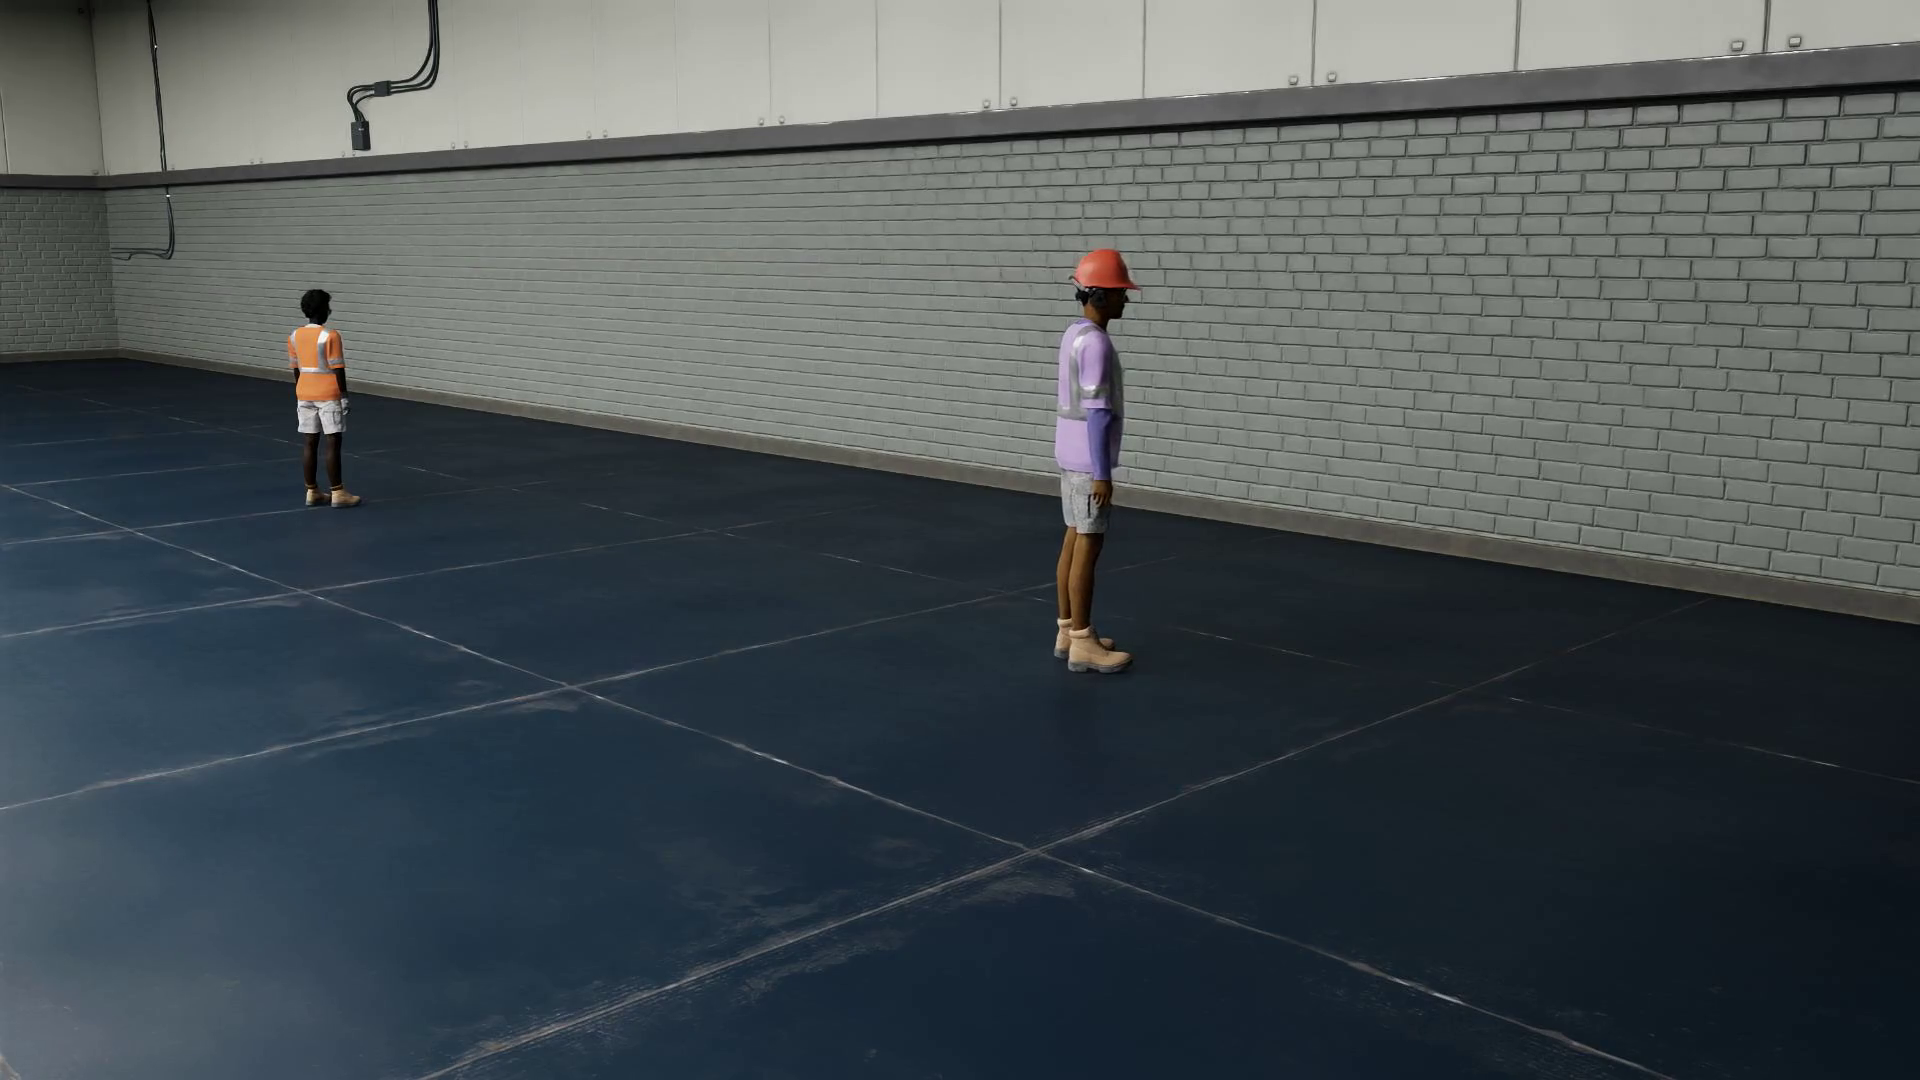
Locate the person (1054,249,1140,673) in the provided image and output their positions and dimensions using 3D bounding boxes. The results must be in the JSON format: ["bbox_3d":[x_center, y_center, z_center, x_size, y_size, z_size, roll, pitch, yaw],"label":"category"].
[{"bbox_3d":[0.666,-0.394,8.168,0.397,2.043,0.609,-1,10,-7],"label":"person"}]

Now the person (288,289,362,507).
[{"bbox_3d":[-4.987,-1.109,13.011,0.534,1.698,0.318,5,11,24],"label":"person"}]
